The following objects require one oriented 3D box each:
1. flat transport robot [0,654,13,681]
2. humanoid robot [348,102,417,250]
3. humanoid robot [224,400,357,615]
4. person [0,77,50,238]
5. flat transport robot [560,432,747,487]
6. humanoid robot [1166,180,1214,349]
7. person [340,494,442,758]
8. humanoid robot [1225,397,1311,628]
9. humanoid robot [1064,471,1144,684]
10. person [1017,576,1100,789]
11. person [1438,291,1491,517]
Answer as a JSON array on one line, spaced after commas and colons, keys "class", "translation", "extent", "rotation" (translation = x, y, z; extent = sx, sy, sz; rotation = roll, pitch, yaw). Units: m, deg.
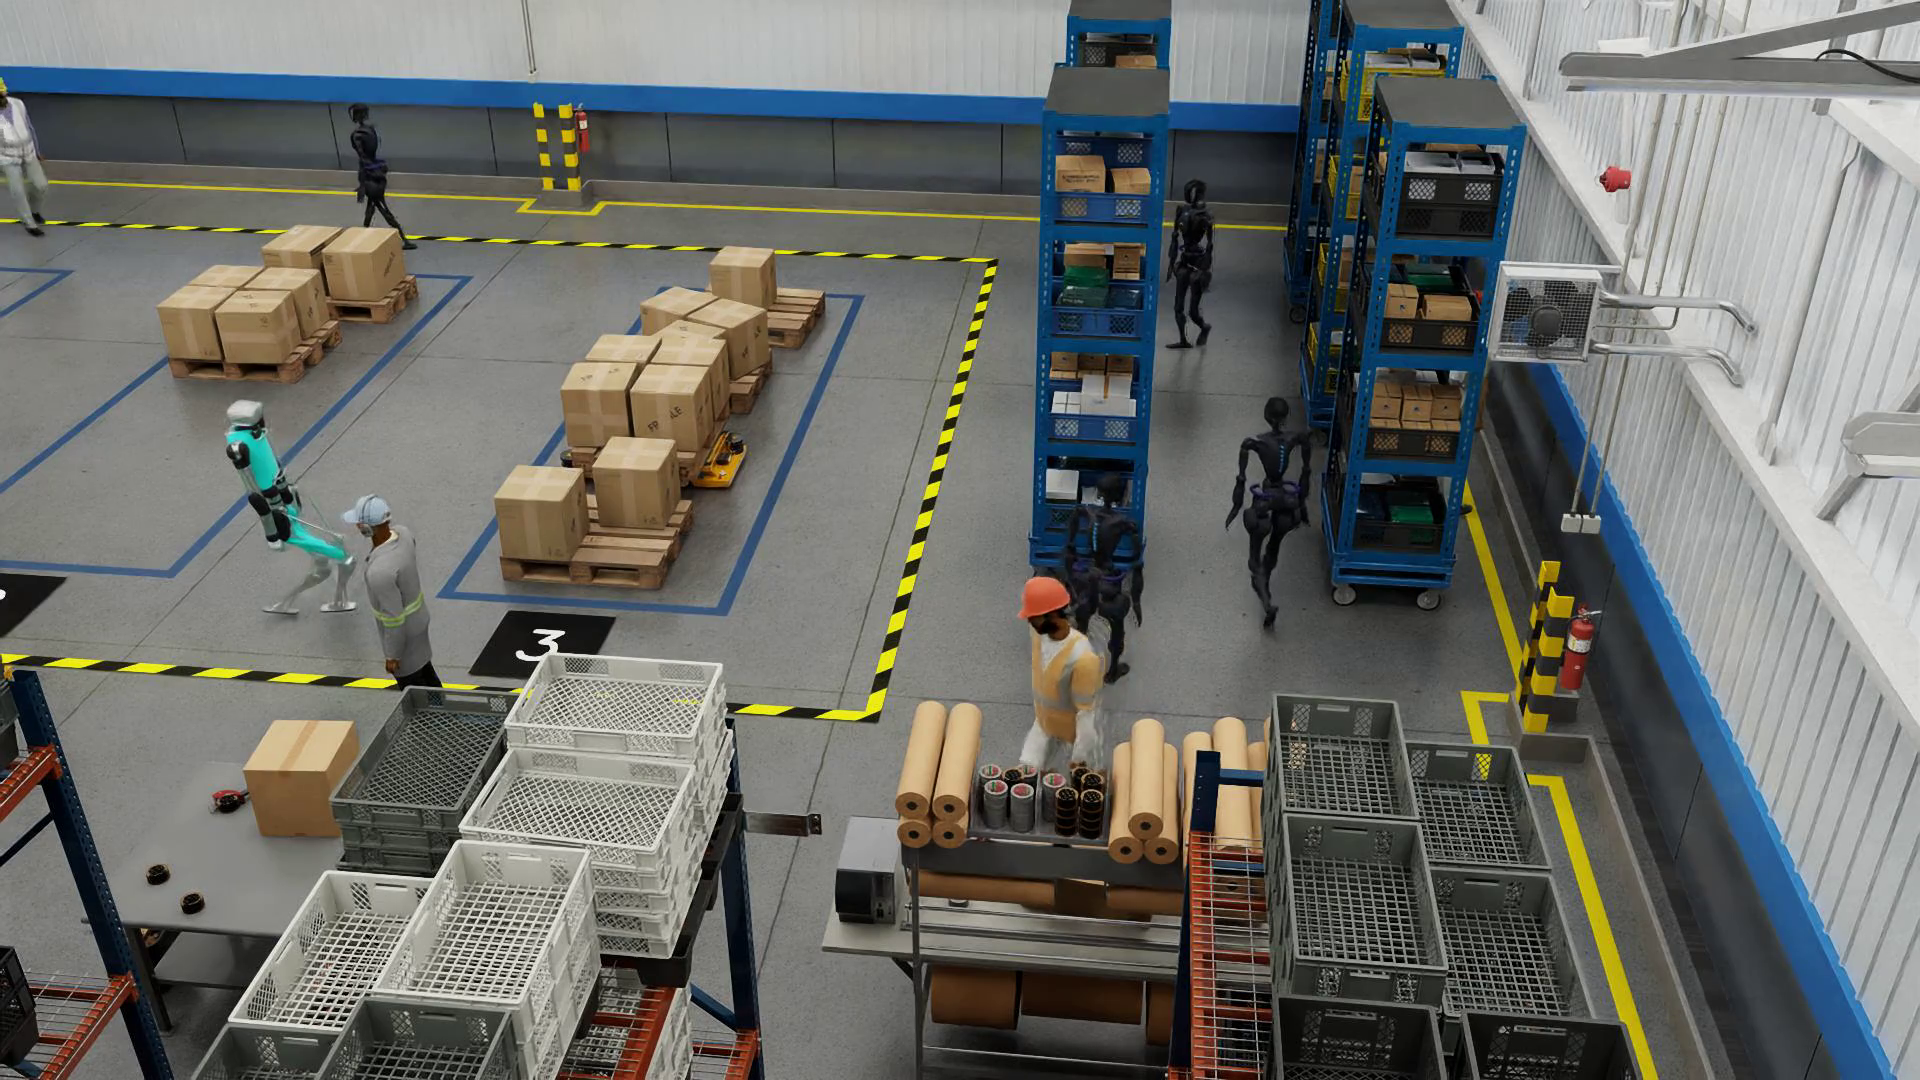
[{"class": "flat transport robot", "translation": [-7.142, 0.969, 11.010], "extent": [1.431, 0.231, 0.659], "rotation": [3, 30, 6]}, {"class": "humanoid robot", "translation": [-6.425, -3.930, 18.073], "extent": [0.785, 1.624, 0.591], "rotation": [-2, 30, -3]}, {"class": "humanoid robot", "translation": [-4.542, -0.159, 11.485], "extent": [0.907, 1.764, 0.540], "rotation": [-3, 30, -6]}, {"class": "person", "translation": [-10.465, -4.252, 18.427], "extent": [0.427, 1.823, 0.607], "rotation": [18, 35, 28]}, {"class": "flat transport robot", "translation": [-2.554, -0.707, 13.861], "extent": [1.431, 0.197, 0.652], "rotation": [3, 30, 6]}, {"class": "humanoid robot", "translation": [2.213, -2.606, 15.759], "extent": [0.493, 1.635, 0.592], "rotation": [-20, 36, -31]}, {"class": "person", "translation": [-3.445, 0.545, 10.164], "extent": [0.396, 1.850, 0.597], "rotation": [-2, 30, -4]}, {"class": "humanoid robot", "translation": [2.215, -0.212, 11.649], "extent": [0.600, 1.630, 0.644], "rotation": [-6, 31, -10]}, {"class": "humanoid robot", "translation": [0.878, 0.339, 10.753], "extent": [0.610, 1.640, 0.795], "rotation": [18, 35, 28]}, {"class": "person", "translation": [0.492, 1.064, 9.255], "extent": [0.973, 1.860, 0.578], "rotation": [-22, 37, -33]}, {"class": "person", "translation": [3.826, -1.058, 12.929], "extent": [0.392, 1.837, 0.561], "rotation": [-18, 35, -28]}]
